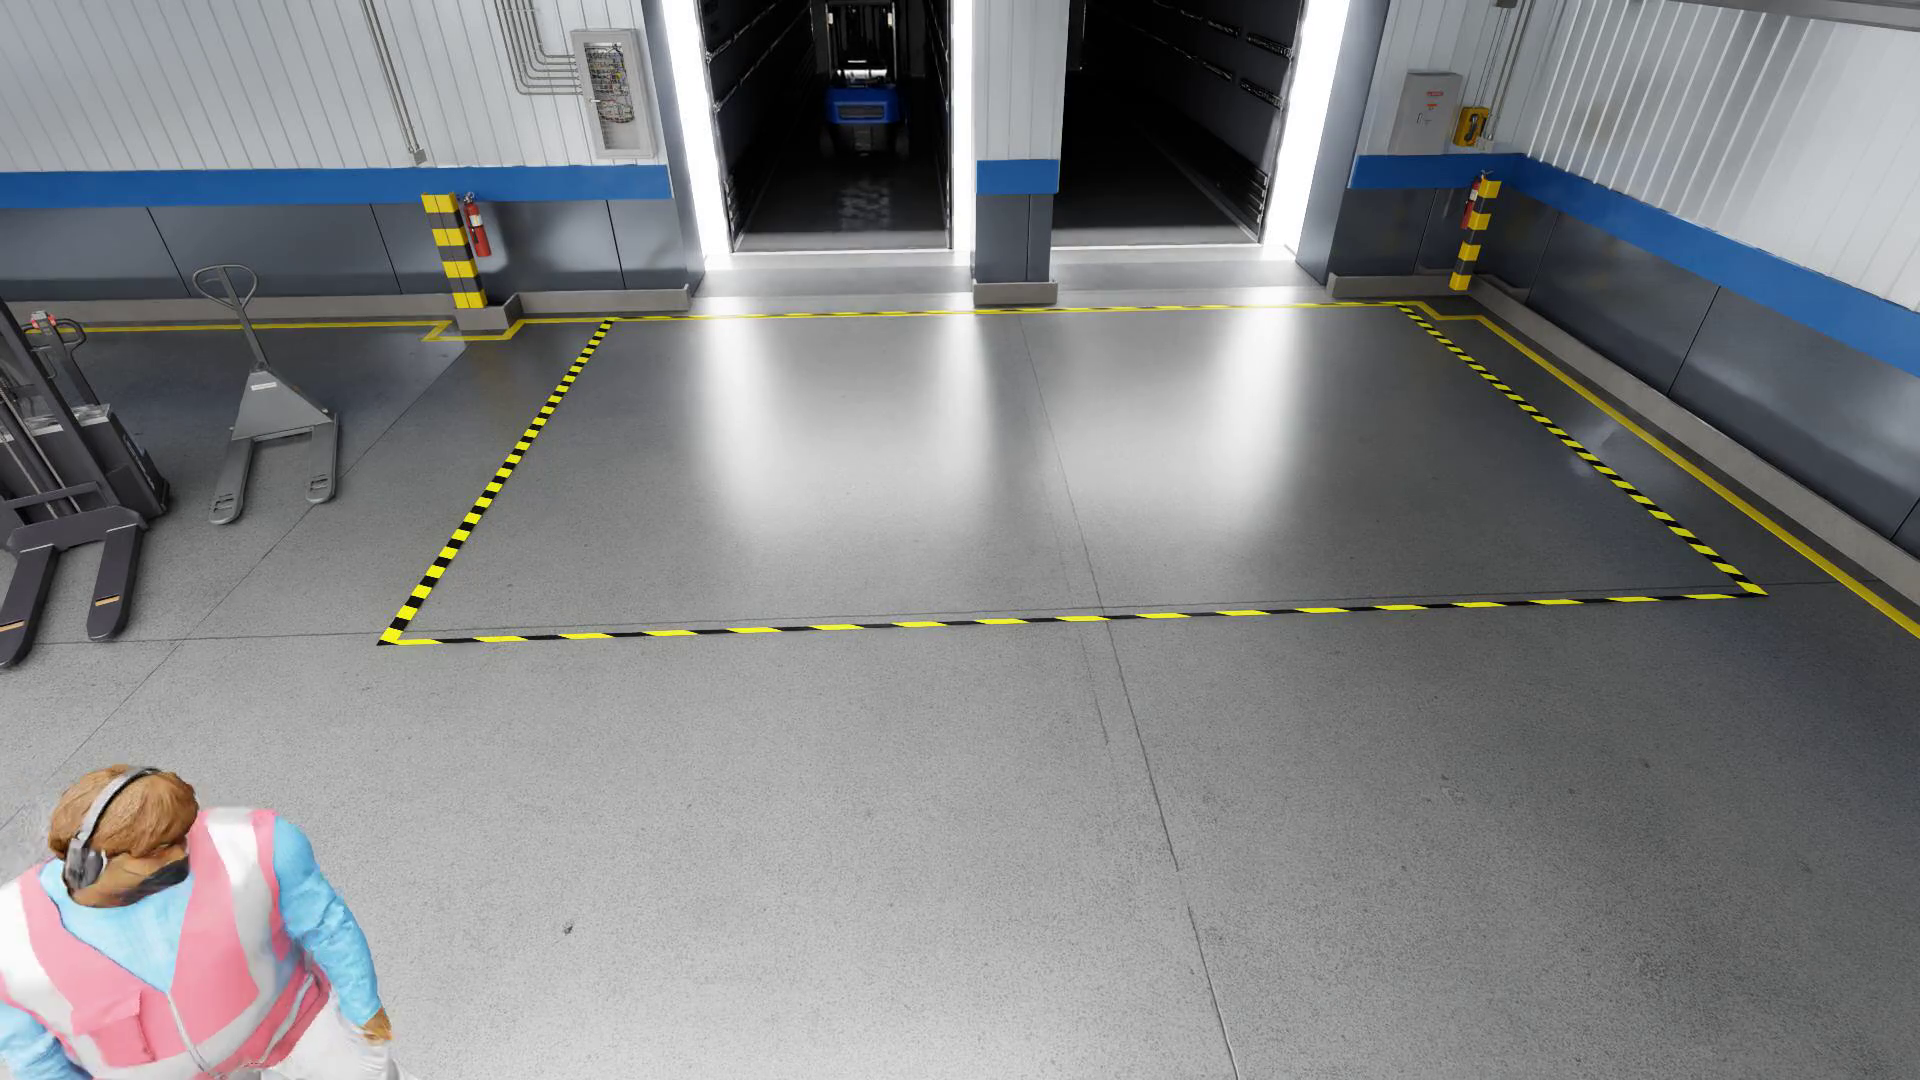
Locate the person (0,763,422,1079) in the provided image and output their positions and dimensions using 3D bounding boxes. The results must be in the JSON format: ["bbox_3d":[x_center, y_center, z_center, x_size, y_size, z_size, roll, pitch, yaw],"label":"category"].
[{"bbox_3d":[-1.861,1.258,2.352,0.680,1.814,0.447,-24,41,-30],"label":"person"}]

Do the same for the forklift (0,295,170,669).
[{"bbox_3d":[-5.212,-0.618,4.878,0.823,1.965,1.885,-20,39,-26],"label":"forklift"}]

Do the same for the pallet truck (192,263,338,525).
[{"bbox_3d":[-4.778,-1.027,6.128,0.680,1.201,1.601,-17,38,-23],"label":"pallet truck"}]

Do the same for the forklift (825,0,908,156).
[{"bbox_3d":[-1.436,-7.260,14.110,1.157,2.036,2.680,0,35,0],"label":"forklift"}]
